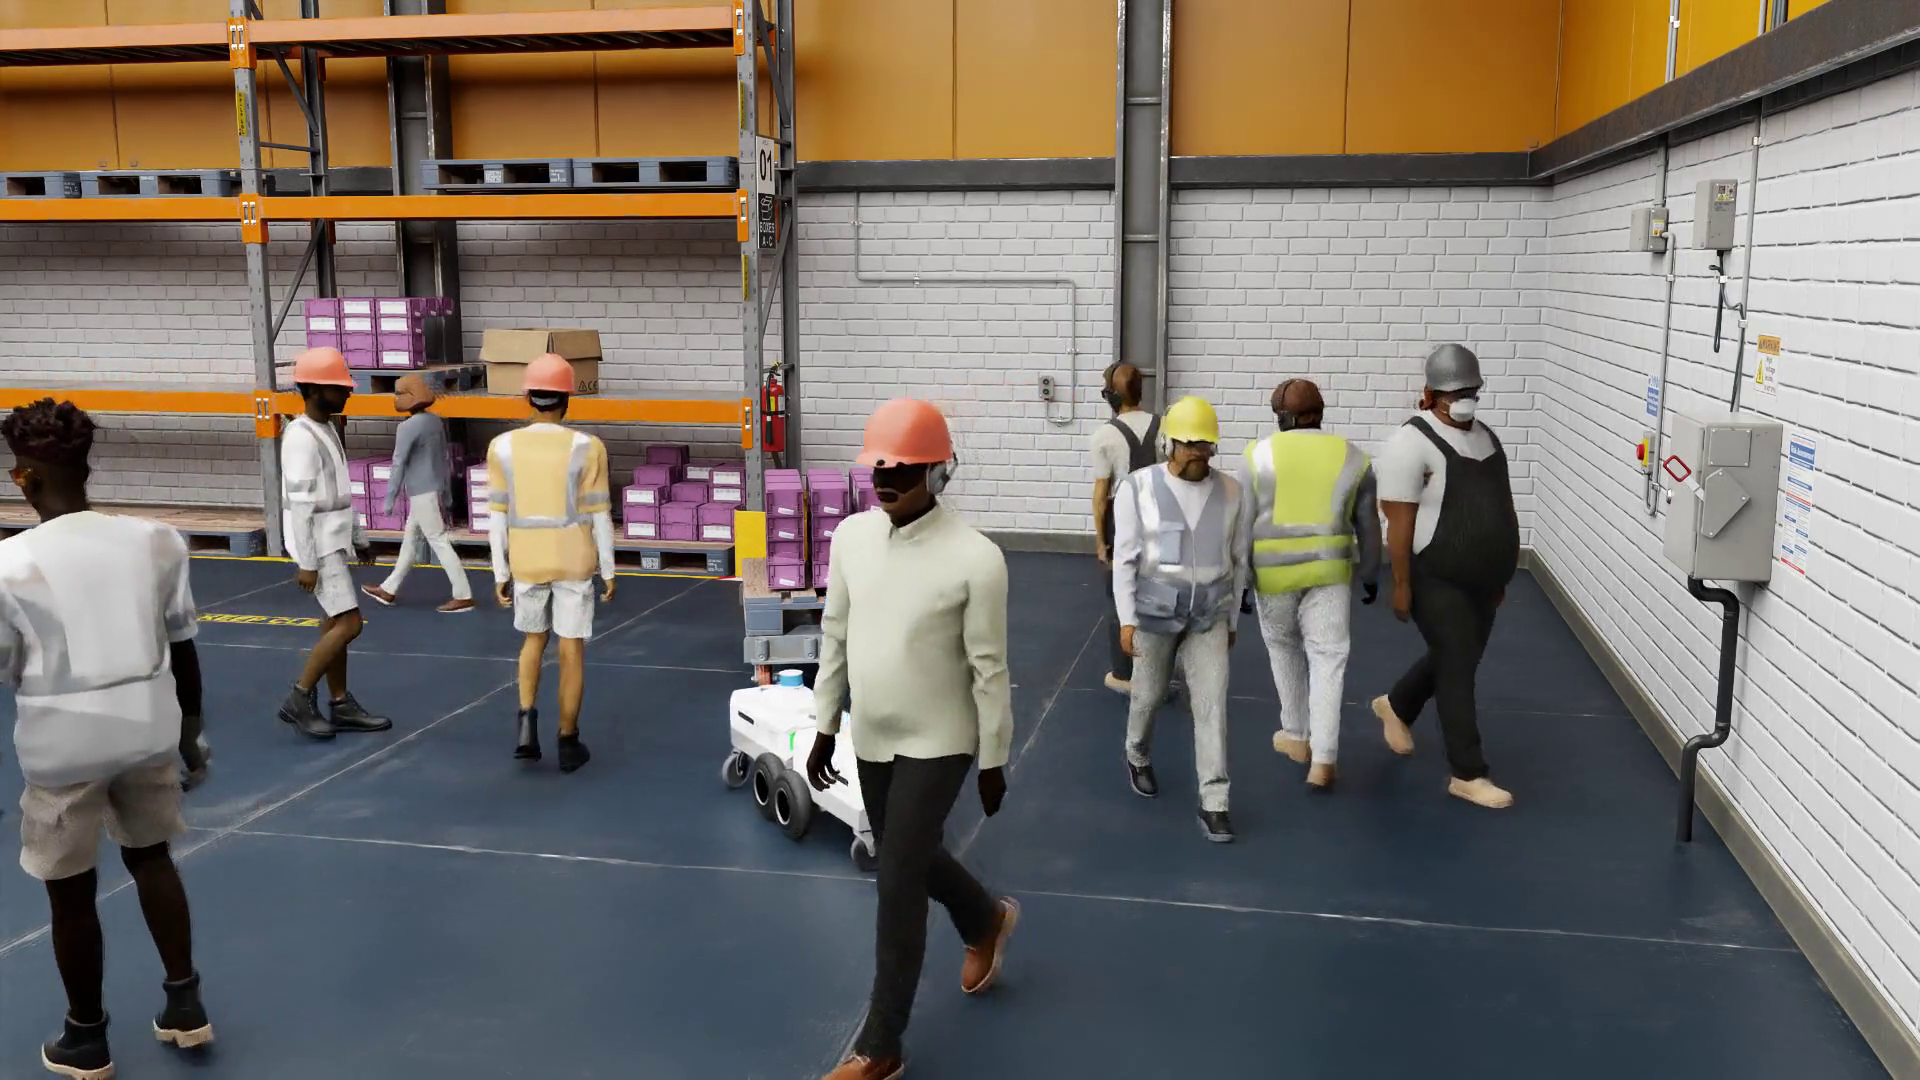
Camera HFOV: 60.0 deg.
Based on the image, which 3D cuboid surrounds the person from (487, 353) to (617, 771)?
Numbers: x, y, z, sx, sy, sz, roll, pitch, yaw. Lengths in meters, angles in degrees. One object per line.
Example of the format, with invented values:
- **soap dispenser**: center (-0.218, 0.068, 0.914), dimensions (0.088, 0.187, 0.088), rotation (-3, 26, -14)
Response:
- **person**: center (-1.854, 0.111, 7.610), dimensions (0.548, 1.924, 0.396), rotation (1, 9, 3)

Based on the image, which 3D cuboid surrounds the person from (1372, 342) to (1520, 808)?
- **person**: center (2.161, 0.083, 7.404), dimensions (0.698, 2.000, 0.926), rotation (-7, 11, -35)

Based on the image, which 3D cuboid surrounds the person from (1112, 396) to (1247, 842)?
- **person**: center (0.910, 0.284, 6.949), dimensions (0.594, 1.792, 0.863), rotation (-1, 10, -8)

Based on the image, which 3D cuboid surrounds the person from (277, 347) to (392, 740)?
- **person**: center (-3.060, 0.025, 8.101), dimensions (0.416, 1.926, 0.569), rotation (-2, 10, -11)

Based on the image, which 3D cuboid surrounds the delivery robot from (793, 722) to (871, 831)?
- **delivery robot**: center (-0.383, 0.913, 6.589), dimensions (0.477, 0.478, 0.707), rotation (-5, 11, -29)

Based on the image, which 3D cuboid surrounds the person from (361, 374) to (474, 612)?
- **person**: center (-3.652, -0.303, 11.072), dimensions (0.856, 1.581, 0.528), rotation (1, 9, 7)

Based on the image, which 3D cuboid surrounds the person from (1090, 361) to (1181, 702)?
- **person**: center (0.942, -0.027, 8.746), dimensions (0.529, 1.821, 0.720), rotation (-2, 10, -14)

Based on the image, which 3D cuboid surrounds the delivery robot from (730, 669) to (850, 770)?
- **delivery robot**: center (-0.729, 0.807, 7.231), dimensions (0.477, 0.478, 0.707), rotation (-5, 11, -29)

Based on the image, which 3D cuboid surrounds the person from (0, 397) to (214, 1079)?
- **person**: center (-2.458, 0.575, 4.682), dimensions (0.445, 1.956, 0.655), rotation (7, 12, 36)

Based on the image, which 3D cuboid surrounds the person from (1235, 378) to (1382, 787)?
- **person**: center (1.560, 0.186, 7.497), dimensions (0.700, 1.800, 0.773), rotation (2, 10, 10)

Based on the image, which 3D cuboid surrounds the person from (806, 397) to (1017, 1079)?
- **person**: center (-0.094, 0.548, 4.859), dimensions (0.611, 1.966, 0.949), rotation (8, 12, 40)
